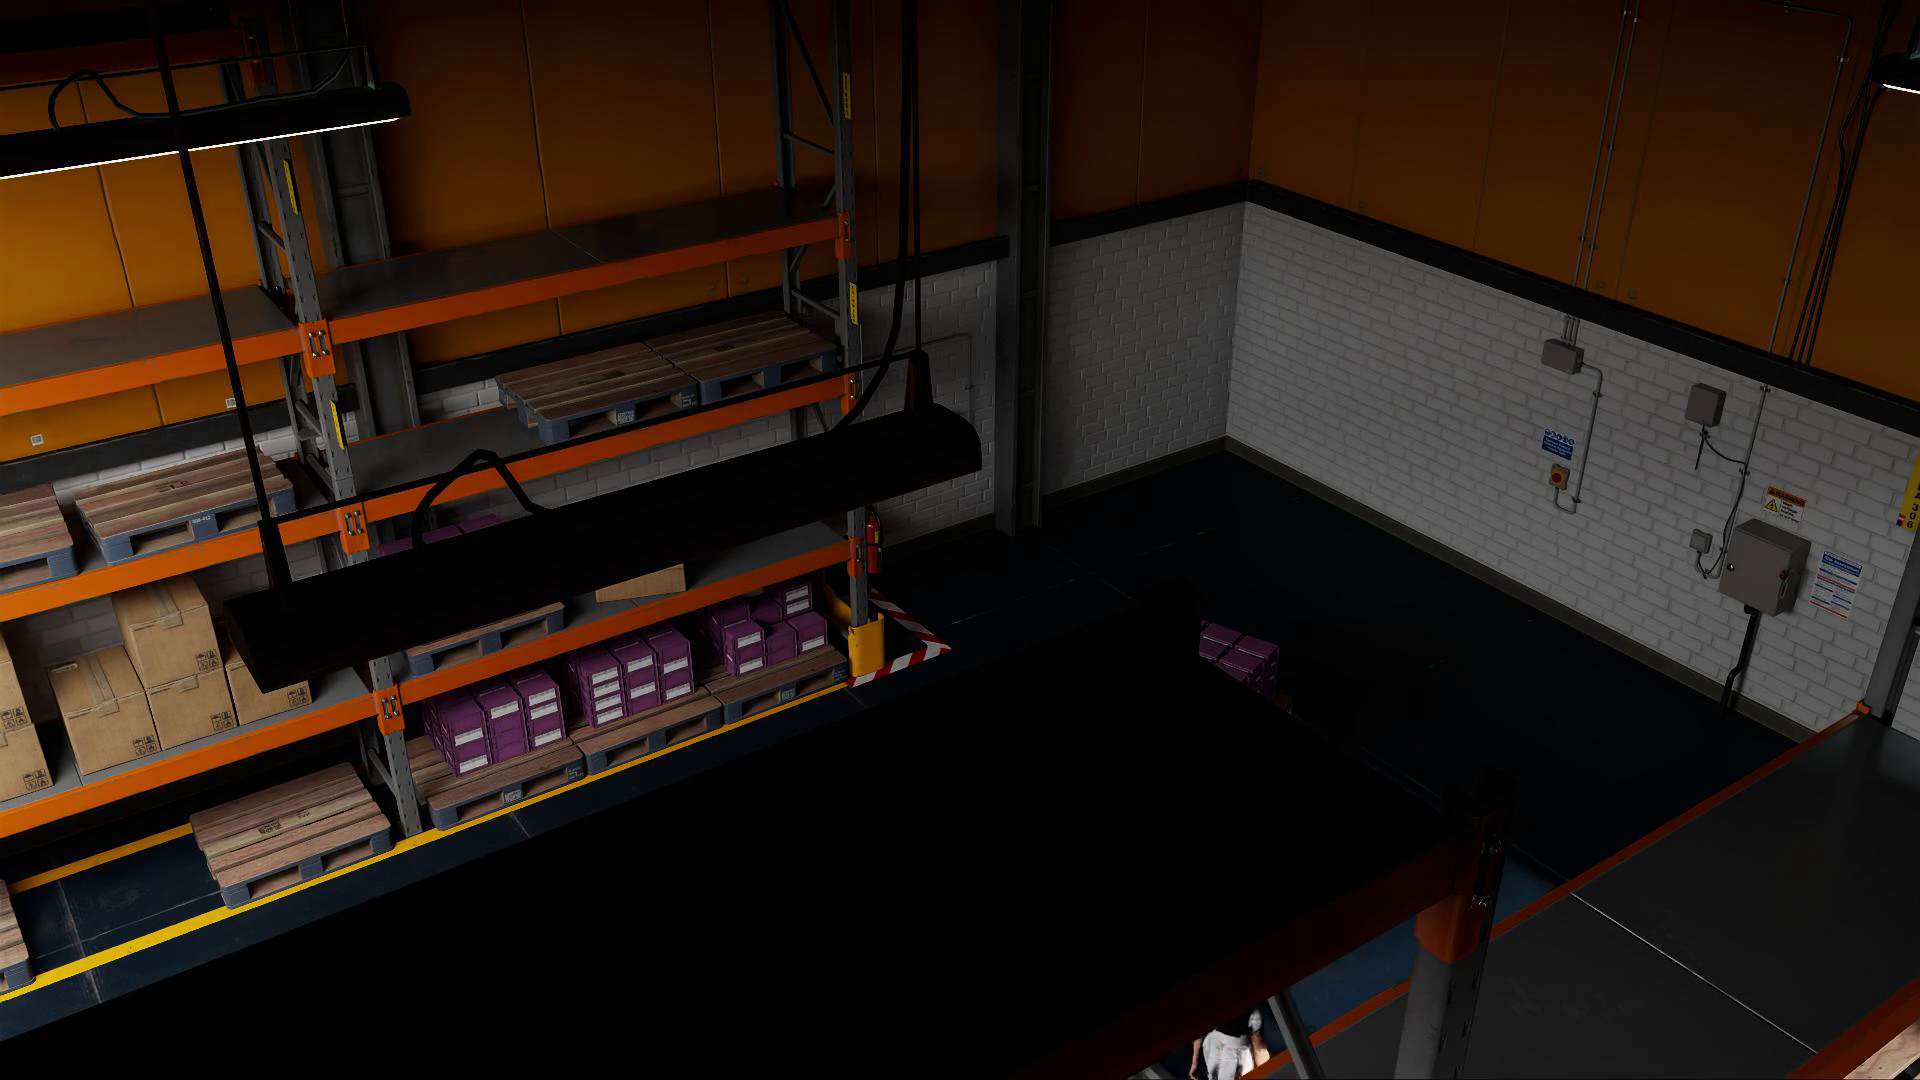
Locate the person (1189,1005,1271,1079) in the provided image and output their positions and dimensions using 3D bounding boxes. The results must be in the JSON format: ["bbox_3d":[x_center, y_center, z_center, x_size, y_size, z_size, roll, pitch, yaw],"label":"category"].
[{"bbox_3d":[1.438,3.048,9.239,0.819,1.730,1.252,22,36,35],"label":"person"}]
